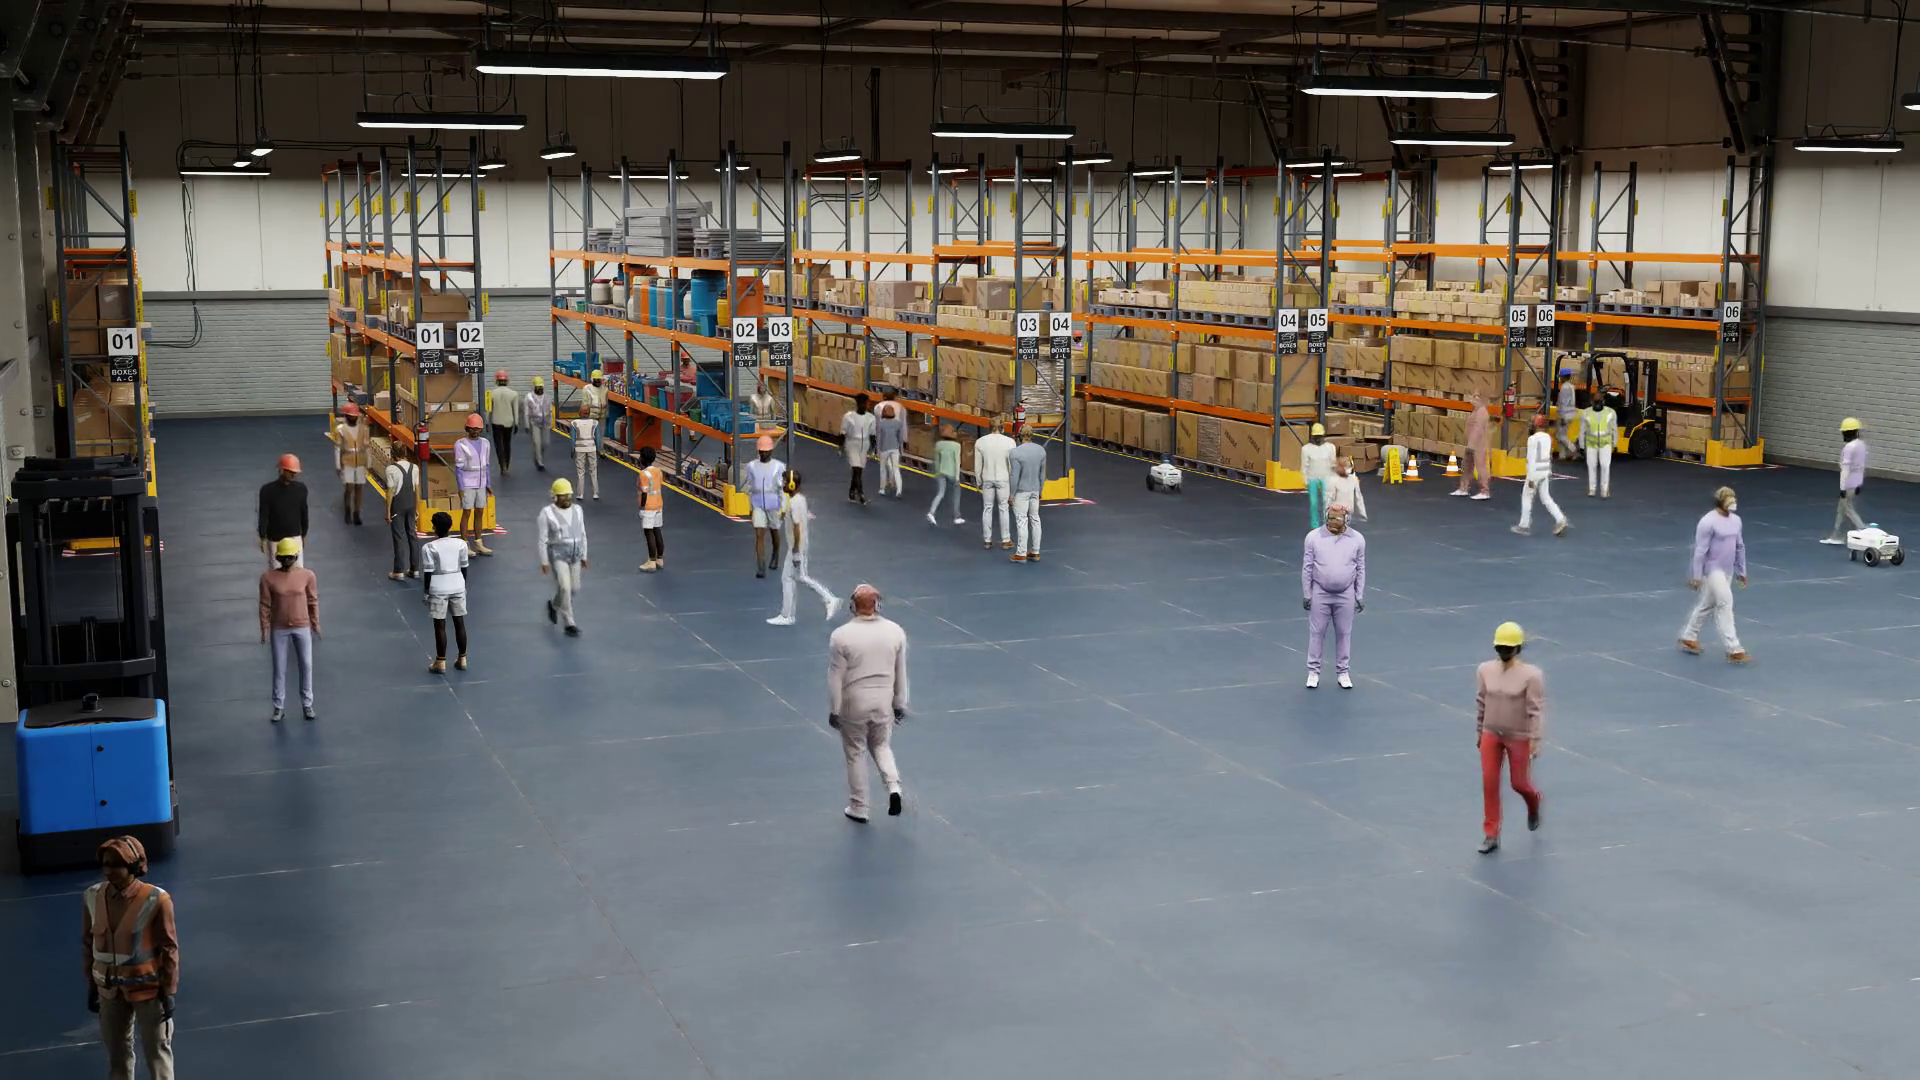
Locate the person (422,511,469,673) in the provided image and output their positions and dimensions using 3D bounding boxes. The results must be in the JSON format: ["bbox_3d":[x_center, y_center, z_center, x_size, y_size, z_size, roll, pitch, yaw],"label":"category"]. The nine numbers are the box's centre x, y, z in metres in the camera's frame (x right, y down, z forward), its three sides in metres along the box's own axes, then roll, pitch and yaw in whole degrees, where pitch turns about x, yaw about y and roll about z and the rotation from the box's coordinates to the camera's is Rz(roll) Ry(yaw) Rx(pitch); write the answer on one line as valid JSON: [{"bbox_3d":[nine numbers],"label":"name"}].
[{"bbox_3d":[-5.416,0.540,22.051,0.533,1.697,0.318,-8,12,-42],"label":"person"}]

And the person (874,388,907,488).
[{"bbox_3d":[-1.212,-1.810,37.360,0.621,1.807,0.623,-4,9,-26],"label":"person"}]

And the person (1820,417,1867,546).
[{"bbox_3d":[13.011,-0.836,30.536,0.745,1.909,0.597,7,11,40],"label":"person"}]

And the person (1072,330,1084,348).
[{"bbox_3d":[3.120,-4.582,55.400,0.354,1.939,0.544,2,9,10],"label":"person"}]

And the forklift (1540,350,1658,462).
[{"bbox_3d":[12.897,-2.725,42.309,2.313,2.155,1.214,-3,9,-21],"label":"forklift"}]

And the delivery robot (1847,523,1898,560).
[{"bbox_3d":[12.717,0.013,29.181,0.477,0.478,0.707,-3,9,-18],"label":"delivery robot"}]

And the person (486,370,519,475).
[{"bbox_3d":[-8.652,-2.226,39.625,0.607,1.966,0.946,-3,9,-22],"label":"person"}]

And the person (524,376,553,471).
[{"bbox_3d":[-8.093,-2.240,40.187,0.598,1.817,0.536,-6,10,-34],"label":"person"}]

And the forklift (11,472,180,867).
[{"bbox_3d":[-6.630,0.886,15.957,1.129,2.768,1.873,-3,9,-21],"label":"forklift"}]

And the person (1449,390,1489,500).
[{"bbox_3d":[8.742,-1.627,35.909,0.791,1.882,0.648,1,9,9],"label":"person"}]

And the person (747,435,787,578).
[{"bbox_3d":[-2.596,-0.490,28.298,0.554,1.895,1.001,1,9,5],"label":"person"}]

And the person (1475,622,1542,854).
[{"bbox_3d":[4.161,1.454,15.809,0.528,1.746,0.659,6,11,37],"label":"person"}]

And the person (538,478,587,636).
[{"bbox_3d":[-4.601,0.167,24.156,0.728,1.807,0.600,8,12,43],"label":"person"}]

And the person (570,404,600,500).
[{"bbox_3d":[-6.416,-1.504,35.866,0.517,1.639,0.314,-2,9,-16],"label":"person"}]

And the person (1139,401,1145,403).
[{"bbox_3d":[4.191,-3.655,49.657,0.545,1.803,1.005,-8,11,-41],"label":"person"}]

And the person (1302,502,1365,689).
[{"bbox_3d":[3.789,0.559,21.250,0.636,1.902,0.406,1,9,3],"label":"person"}]

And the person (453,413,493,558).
[{"bbox_3d":[-6.881,-0.782,29.729,0.394,2.038,0.605,6,11,37],"label":"person"}]

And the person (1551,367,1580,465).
[{"bbox_3d":[11.947,-2.437,41.175,0.507,1.914,0.608,5,10,29],"label":"person"}]

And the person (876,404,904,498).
[{"bbox_3d":[-1.203,-1.550,36.310,0.512,1.602,0.812,-3,9,-19],"label":"person"}]

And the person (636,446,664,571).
[{"bbox_3d":[-4.230,-0.435,28.551,0.317,1.695,0.540,3,9,18],"label":"person"}]

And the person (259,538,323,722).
[{"bbox_3d":[-6.346,0.848,19.864,0.583,1.758,0.454,-3,9,-22],"label":"person"}]

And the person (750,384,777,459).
[{"bbox_3d":[-3.894,-2.304,41.377,0.524,1.591,0.905,-2,9,-14],"label":"person"}]

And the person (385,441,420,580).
[{"bbox_3d":[-7.414,-0.401,27.859,0.329,1.840,0.504,7,11,38],"label":"person"}]

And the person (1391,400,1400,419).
[{"bbox_3d":[9.984,-3.420,48.336,0.483,1.737,0.320,8,11,41],"label":"person"}]

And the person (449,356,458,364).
[{"bbox_3d":[-12.242,-3.854,50.772,0.518,1.870,0.323,-4,9,-24],"label":"person"}]

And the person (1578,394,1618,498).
[{"bbox_3d":[11.012,-1.626,36.177,0.647,1.802,0.690,3,9,19],"label":"person"}]

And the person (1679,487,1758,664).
[{"bbox_3d":[8.229,0.353,22.683,0.648,1.889,1.014,-6,10,-35],"label":"person"}]

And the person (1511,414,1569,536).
[{"bbox_3d":[8.825,-0.989,31.729,0.590,1.861,0.877,-7,11,-40],"label":"person"}]

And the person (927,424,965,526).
[{"bbox_3d":[-0.221,-1.021,32.764,0.505,1.608,0.765,6,11,36],"label":"person"}]

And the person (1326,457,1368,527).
[{"bbox_3d":[5.187,-0.327,28.180,0.517,1.585,0.849,-5,10,-32],"label":"person"}]

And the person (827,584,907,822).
[{"bbox_3d":[-0.723,1.289,16.424,0.646,1.892,0.514,-5,10,-28],"label":"person"}]

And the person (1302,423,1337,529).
[{"bbox_3d":[5.393,-0.885,31.420,0.530,1.731,0.780,1,9,8],"label":"person"}]

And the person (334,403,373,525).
[{"bbox_3d":[-9.496,-1.190,32.833,0.542,1.919,0.504,-6,10,-33],"label":"person"}]

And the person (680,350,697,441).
[{"bbox_3d":[-5.977,-3.156,45.694,0.608,1.996,0.380,-3,9,-20],"label":"person"}]

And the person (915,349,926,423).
[{"bbox_3d":[-0.969,-3.429,47.908,0.580,1.881,0.394,-7,11,-39],"label":"person"}]

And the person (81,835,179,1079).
[{"bbox_3d":[-4.183,2.287,10.585,0.514,1.641,0.315,2,9,12],"label":"person"}]

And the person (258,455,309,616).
[{"bbox_3d":[-8.065,-0.036,25.046,0.646,1.937,0.968,-5,10,-31],"label":"person"}]

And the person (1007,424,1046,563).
[{"bbox_3d":[0.920,-0.658,29.234,0.636,1.939,0.362,-7,11,-40],"label":"person"}]

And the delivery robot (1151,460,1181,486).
[{"bbox_3d":[3.648,-1.174,37.094,0.477,0.478,0.707,-2,9,-16],"label":"delivery robot"}]

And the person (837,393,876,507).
[{"bbox_3d":[-1.718,-1.531,35.227,0.635,1.901,1.034,-5,10,-28],"label":"person"}]

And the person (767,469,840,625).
[{"bbox_3d":[-1.851,0.083,24.603,0.788,1.852,0.527,1,9,6],"label":"person"}]

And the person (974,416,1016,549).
[{"bbox_3d":[0.522,-0.838,30.447,0.628,1.936,0.377,2,9,16],"label":"person"}]

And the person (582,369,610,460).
[{"bbox_3d":[-7.267,-2.502,41.887,0.600,1.827,0.404,-7,11,-38],"label":"person"}]

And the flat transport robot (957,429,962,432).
[{"bbox_3d":[-0.558,-2.282,45.736,1.431,0.197,0.652,-4,10,-27],"label":"flat transport robot"}]
